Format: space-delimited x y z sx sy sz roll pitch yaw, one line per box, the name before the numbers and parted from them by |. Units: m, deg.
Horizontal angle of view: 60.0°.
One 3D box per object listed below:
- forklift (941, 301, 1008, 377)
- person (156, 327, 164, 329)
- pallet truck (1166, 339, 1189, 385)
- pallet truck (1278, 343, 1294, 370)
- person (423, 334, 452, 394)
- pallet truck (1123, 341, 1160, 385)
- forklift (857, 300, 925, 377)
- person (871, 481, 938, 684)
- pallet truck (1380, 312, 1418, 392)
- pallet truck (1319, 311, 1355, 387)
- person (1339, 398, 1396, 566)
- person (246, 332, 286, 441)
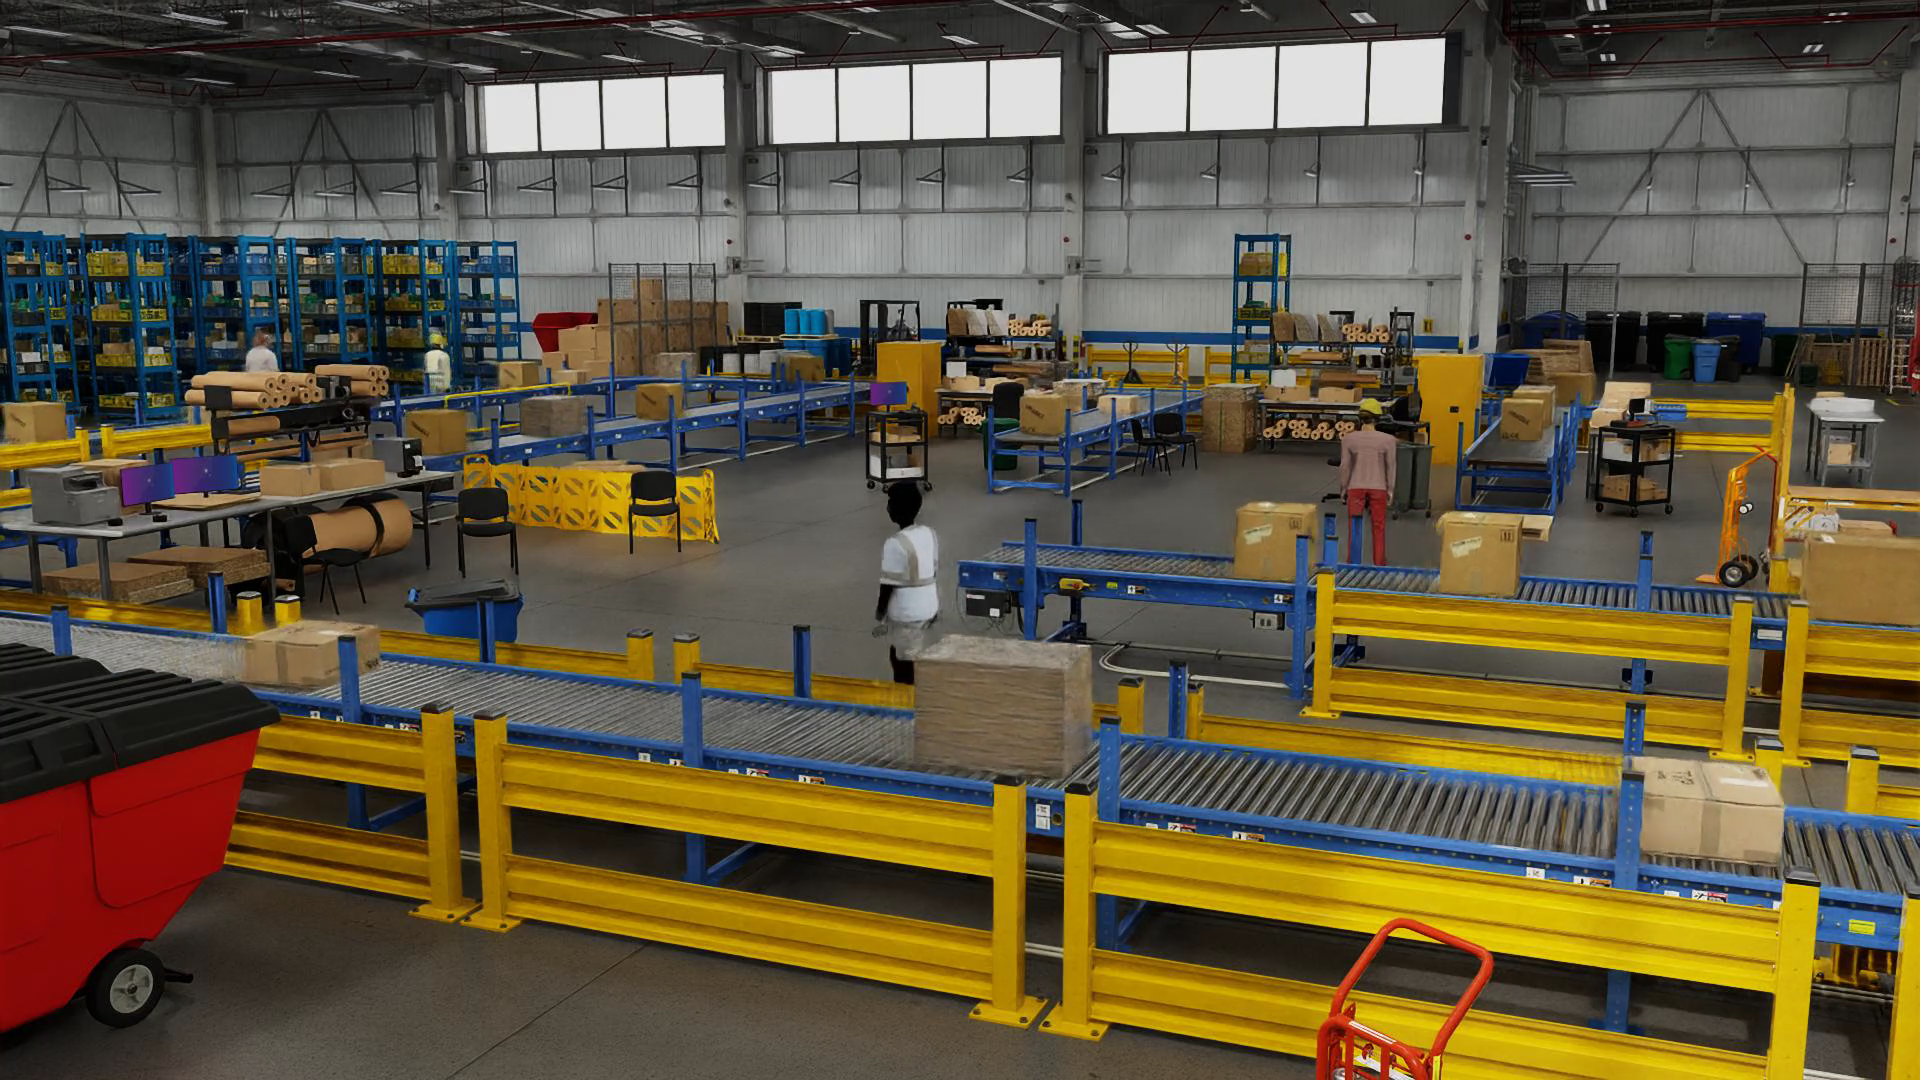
forklift | 0.365 -4.966 41.571 1.157 1.987 2.680 3 10 20
person | -17.964 -4.047 37.460 0.569 1.831 0.411 -7 12 -37
pallet truck | 5.418 -4.269 40.420 0.704 1.261 1.522 3 10 20
pallet truck | 7.886 -4.163 39.743 0.653 1.274 1.630 4 10 22
person | -9.527 -2.854 30.350 0.607 1.792 0.915 4 10 25
pallet truck | 4.445 -4.380 41.279 0.680 1.201 1.601 4 10 22
forklift | -1.732 -5.109 42.468 1.157 1.987 2.680 4 10 22
person | -0.402 0.461 10.551 0.593 1.674 0.558 4 10 25
pallet truck | 10.207 -4.283 38.369 0.823 1.965 1.885 3 10 20
pallet truck | 9.071 -4.419 39.190 0.823 1.965 1.885 5 10 26
person | 3.920 -0.480 16.028 0.526 1.765 0.329 3 10 16
person | -11.940 -2.653 28.835 0.665 1.874 0.802 6 11 31
